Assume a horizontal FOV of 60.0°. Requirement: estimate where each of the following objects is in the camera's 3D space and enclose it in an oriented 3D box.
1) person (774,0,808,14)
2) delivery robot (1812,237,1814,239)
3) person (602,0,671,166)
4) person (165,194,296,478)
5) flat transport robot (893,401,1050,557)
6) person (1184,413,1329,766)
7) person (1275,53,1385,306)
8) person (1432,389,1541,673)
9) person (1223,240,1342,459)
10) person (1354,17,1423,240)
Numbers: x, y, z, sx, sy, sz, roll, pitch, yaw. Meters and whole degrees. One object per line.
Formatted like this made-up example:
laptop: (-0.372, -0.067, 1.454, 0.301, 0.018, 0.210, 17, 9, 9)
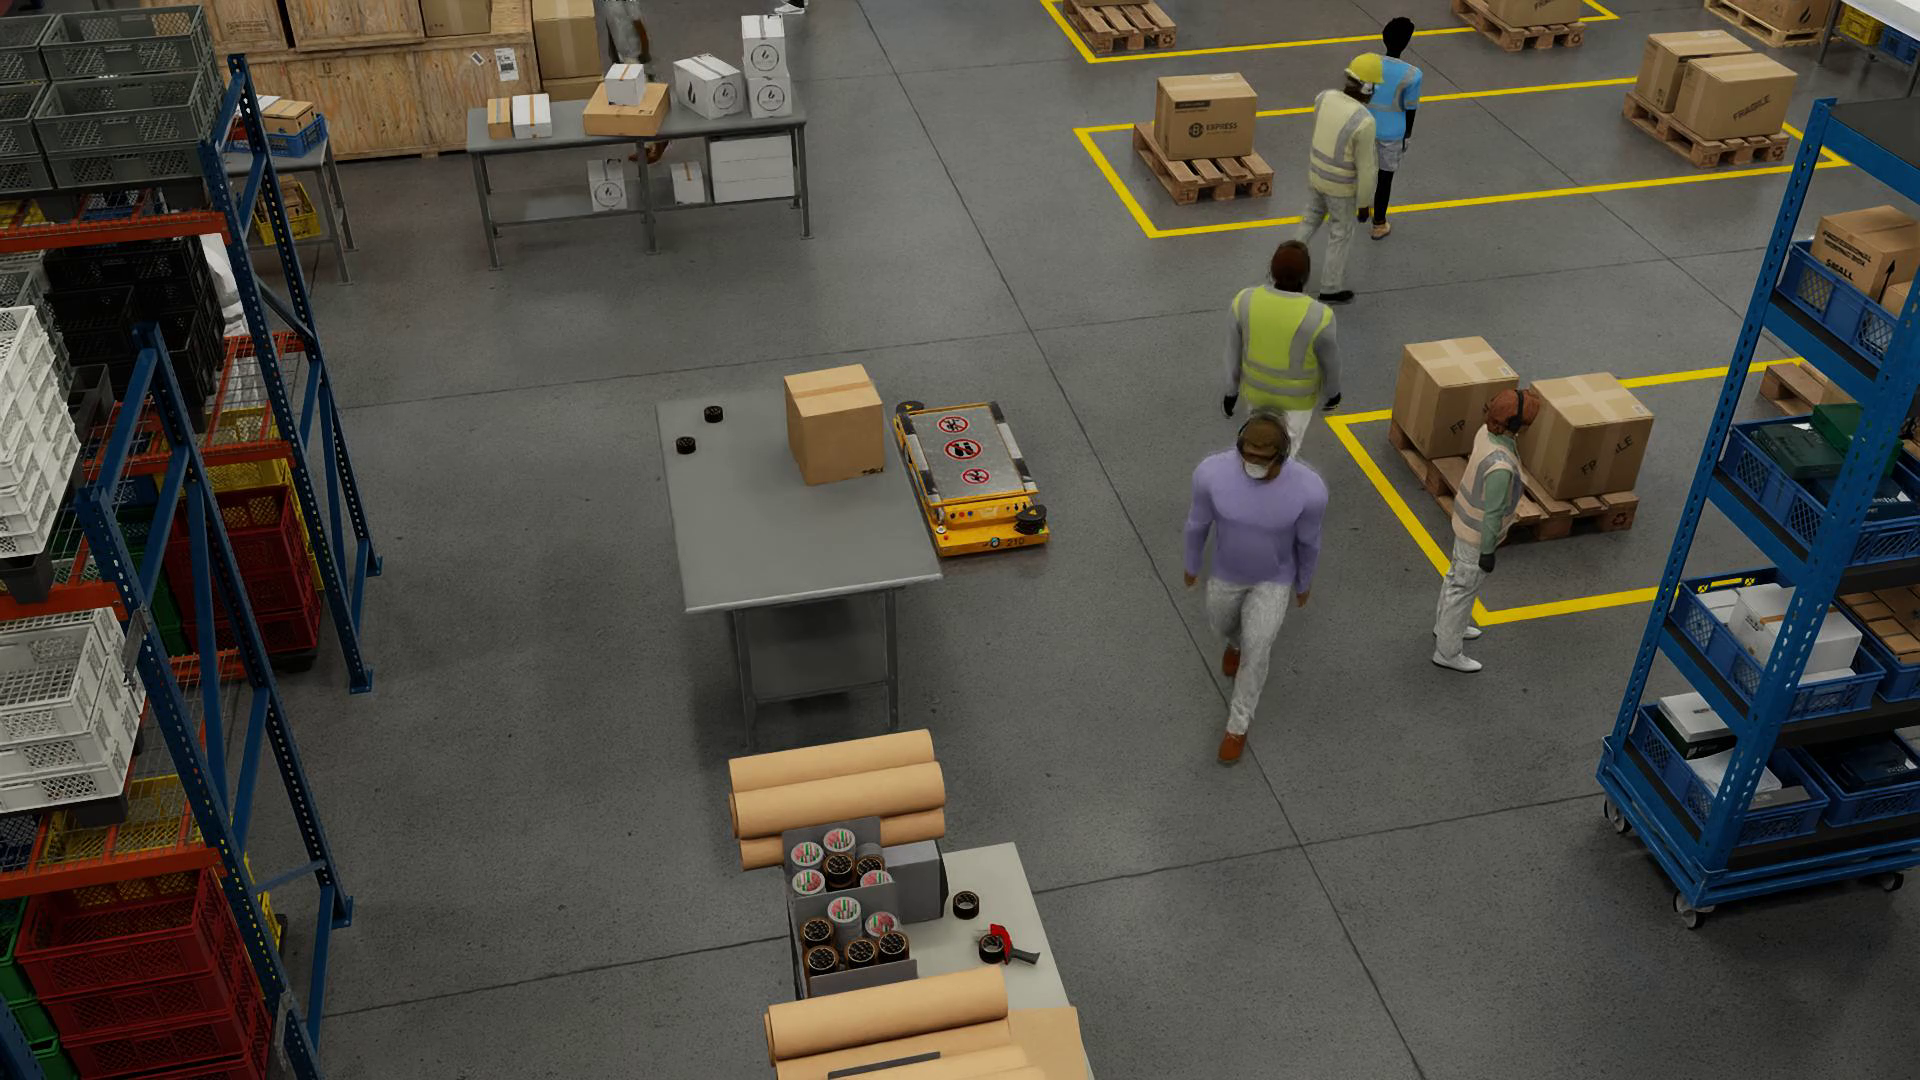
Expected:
person: (-1.692, -6.224, 16.526, 0.392, 1.919, 0.593, 5, 37, 6)
delivery robot: (6.479, -2.025, 11.940, 0.707, 0.478, 0.477, 0, 37, 0)
person: (-2.691, -3.936, 13.517, 0.445, 1.838, 0.538, -23, 43, -28)
person: (-4.363, -1.264, 9.888, 0.353, 1.883, 0.572, 1, 37, 1)
flat transport robot: (0.046, -0.430, 10.108, 0.652, 0.197, 1.431, -8, 37, -10)
person: (1.413, 0.103, 8.044, 0.643, 1.909, 0.867, 12, 38, 15)
person: (2.620, -2.506, 11.622, 0.501, 1.809, 0.690, -16, 40, -21)
person: (2.654, -0.057, 8.475, 0.313, 1.634, 0.514, 6, 37, 8)
person: (1.819, -0.855, 9.416, 0.616, 1.793, 0.927, 26, 44, 31)
person: (3.159, -3.078, 12.488, 0.529, 1.690, 0.319, 21, 41, 26)
